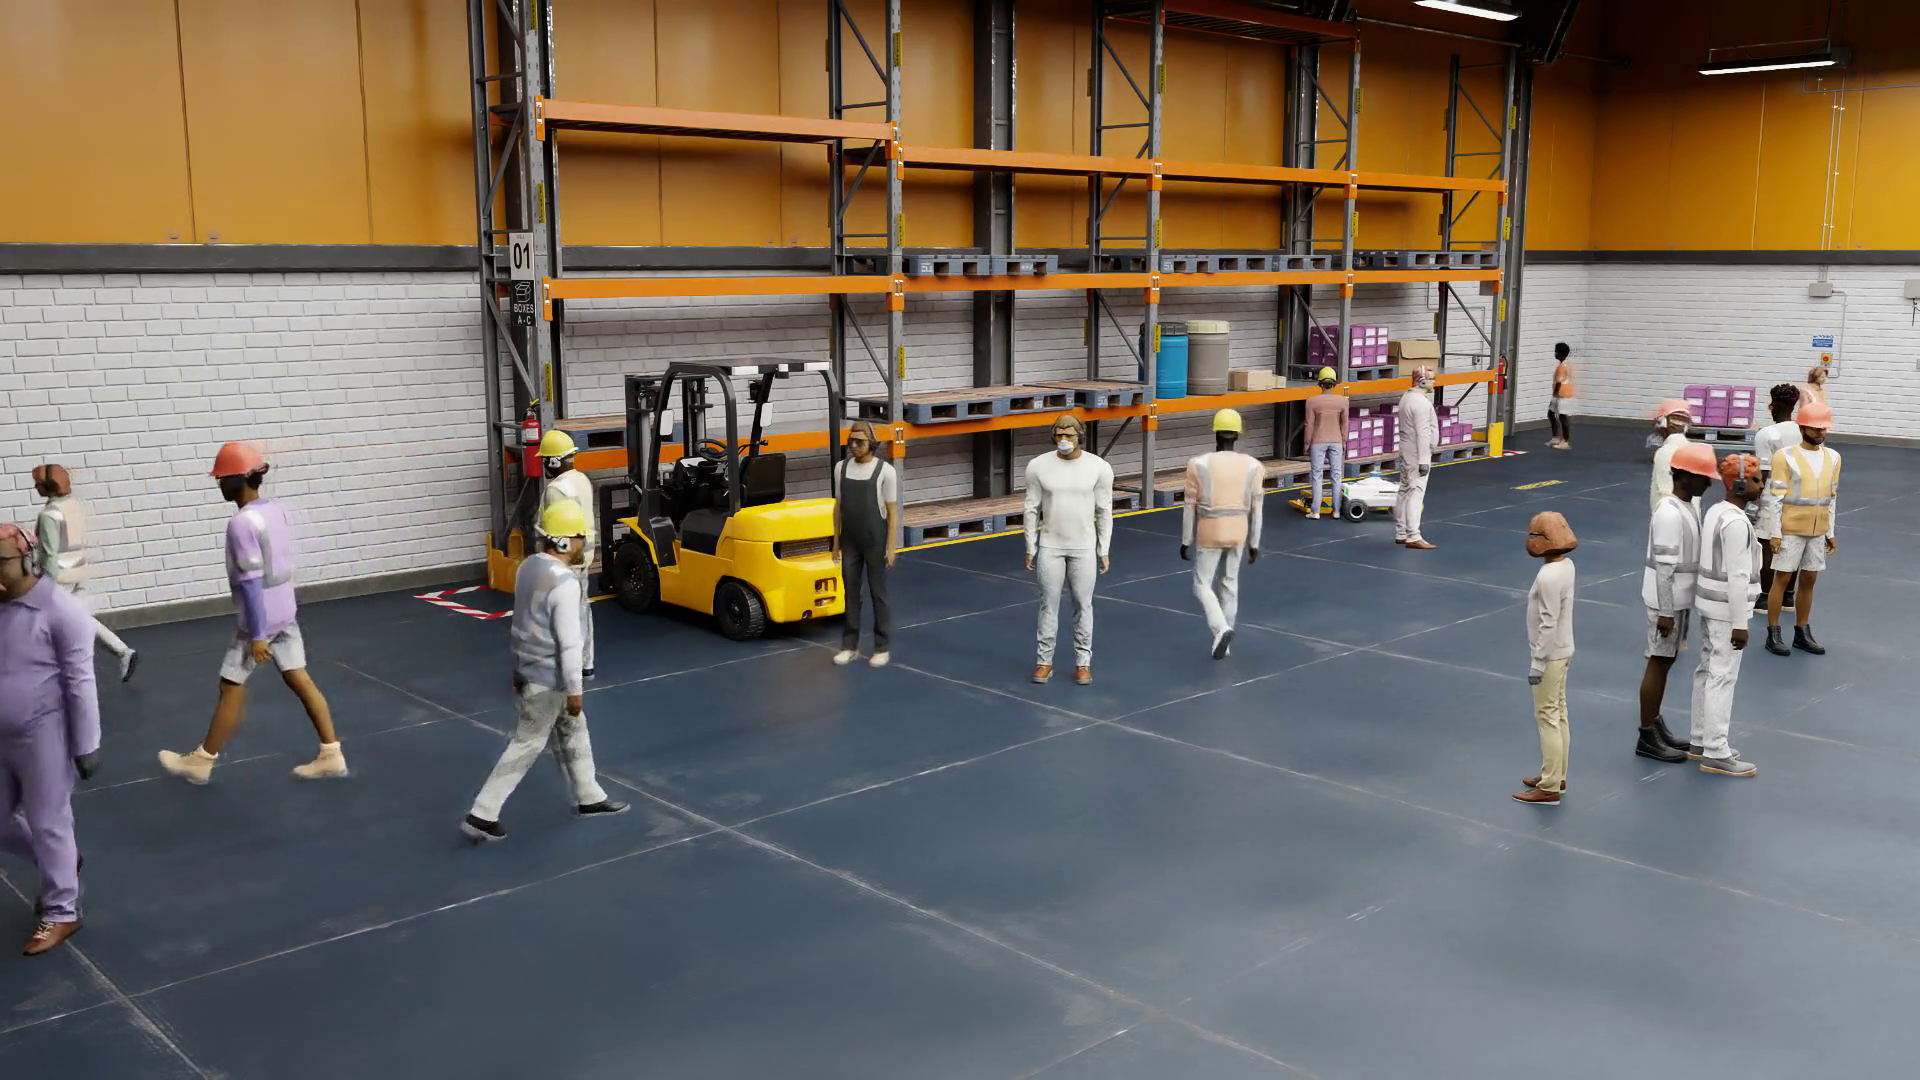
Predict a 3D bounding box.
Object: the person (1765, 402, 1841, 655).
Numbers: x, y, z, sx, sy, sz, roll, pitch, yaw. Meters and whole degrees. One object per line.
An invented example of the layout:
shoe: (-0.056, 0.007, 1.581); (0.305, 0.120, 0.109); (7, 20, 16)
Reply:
person: (6.431, -0.084, 12.670); (0.545, 1.939, 0.354); (-2, 10, -9)

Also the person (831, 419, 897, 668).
person: (-0.717, 0.024, 12.312); (0.513, 1.843, 0.329); (4, 11, 23)

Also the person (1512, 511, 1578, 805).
person: (3.262, 0.652, 9.254); (0.278, 1.631, 0.507); (6, 11, 30)

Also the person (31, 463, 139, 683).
person: (-6.175, 0.263, 11.554); (0.686, 1.616, 0.518); (0, 10, -1)

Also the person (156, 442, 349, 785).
person: (-4.067, 0.430, 9.523); (1.074, 1.980, 0.642); (0, 10, 0)

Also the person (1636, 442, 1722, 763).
person: (4.339, 0.366, 10.059); (0.389, 1.930, 0.547); (6, 11, 32)

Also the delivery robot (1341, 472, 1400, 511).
delivery robot: (4.748, -0.543, 19.111); (0.707, 0.478, 0.477); (0, 10, 1)

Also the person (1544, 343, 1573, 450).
person: (9.369, -2.258, 26.121); (0.528, 1.676, 0.557); (4, 11, 24)

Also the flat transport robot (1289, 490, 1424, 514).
flat transport robot: (4.715, -0.471, 19.813); (1.431, 0.197, 0.652); (-1, 10, -7)

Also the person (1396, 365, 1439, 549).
person: (4.782, -0.868, 17.350); (0.399, 1.909, 0.642); (0, 10, -2)

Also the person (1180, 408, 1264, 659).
person: (1.964, -0.027, 12.427); (0.609, 1.908, 0.617); (-2, 10, -9)

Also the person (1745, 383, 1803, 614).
person: (6.951, -0.351, 14.147); (0.618, 1.963, 0.361); (-3, 10, -19)

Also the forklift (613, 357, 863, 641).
forklift: (-1.847, -0.414, 13.852); (1.214, 2.155, 2.313); (-9, 13, -42)

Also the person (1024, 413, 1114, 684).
person: (0.766, 0.064, 11.802); (0.630, 1.938, 0.366); (2, 10, 9)

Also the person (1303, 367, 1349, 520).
person: (4.208, -1.107, 19.161); (0.524, 1.769, 0.314); (-1, 10, -5)

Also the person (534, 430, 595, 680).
person: (-2.783, 0.137, 11.727); (0.403, 1.824, 0.589); (1, 10, 6)

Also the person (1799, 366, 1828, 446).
person: (10.963, -1.419, 21.394); (0.518, 1.641, 0.336); (-5, 11, -27)

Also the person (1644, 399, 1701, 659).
person: (5.380, -0.083, 12.670); (0.794, 1.953, 0.417); (-9, 14, -44)

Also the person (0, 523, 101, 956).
person: (-4.077, 0.854, 7.296); (0.657, 1.897, 0.487); (2, 10, 12)

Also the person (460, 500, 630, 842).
person: (-2.209, 0.682, 8.680); (0.929, 1.784, 0.604); (-6, 11, -31)

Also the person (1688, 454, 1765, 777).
person: (4.526, 0.435, 9.798); (0.356, 1.883, 0.574); (2, 10, 10)
